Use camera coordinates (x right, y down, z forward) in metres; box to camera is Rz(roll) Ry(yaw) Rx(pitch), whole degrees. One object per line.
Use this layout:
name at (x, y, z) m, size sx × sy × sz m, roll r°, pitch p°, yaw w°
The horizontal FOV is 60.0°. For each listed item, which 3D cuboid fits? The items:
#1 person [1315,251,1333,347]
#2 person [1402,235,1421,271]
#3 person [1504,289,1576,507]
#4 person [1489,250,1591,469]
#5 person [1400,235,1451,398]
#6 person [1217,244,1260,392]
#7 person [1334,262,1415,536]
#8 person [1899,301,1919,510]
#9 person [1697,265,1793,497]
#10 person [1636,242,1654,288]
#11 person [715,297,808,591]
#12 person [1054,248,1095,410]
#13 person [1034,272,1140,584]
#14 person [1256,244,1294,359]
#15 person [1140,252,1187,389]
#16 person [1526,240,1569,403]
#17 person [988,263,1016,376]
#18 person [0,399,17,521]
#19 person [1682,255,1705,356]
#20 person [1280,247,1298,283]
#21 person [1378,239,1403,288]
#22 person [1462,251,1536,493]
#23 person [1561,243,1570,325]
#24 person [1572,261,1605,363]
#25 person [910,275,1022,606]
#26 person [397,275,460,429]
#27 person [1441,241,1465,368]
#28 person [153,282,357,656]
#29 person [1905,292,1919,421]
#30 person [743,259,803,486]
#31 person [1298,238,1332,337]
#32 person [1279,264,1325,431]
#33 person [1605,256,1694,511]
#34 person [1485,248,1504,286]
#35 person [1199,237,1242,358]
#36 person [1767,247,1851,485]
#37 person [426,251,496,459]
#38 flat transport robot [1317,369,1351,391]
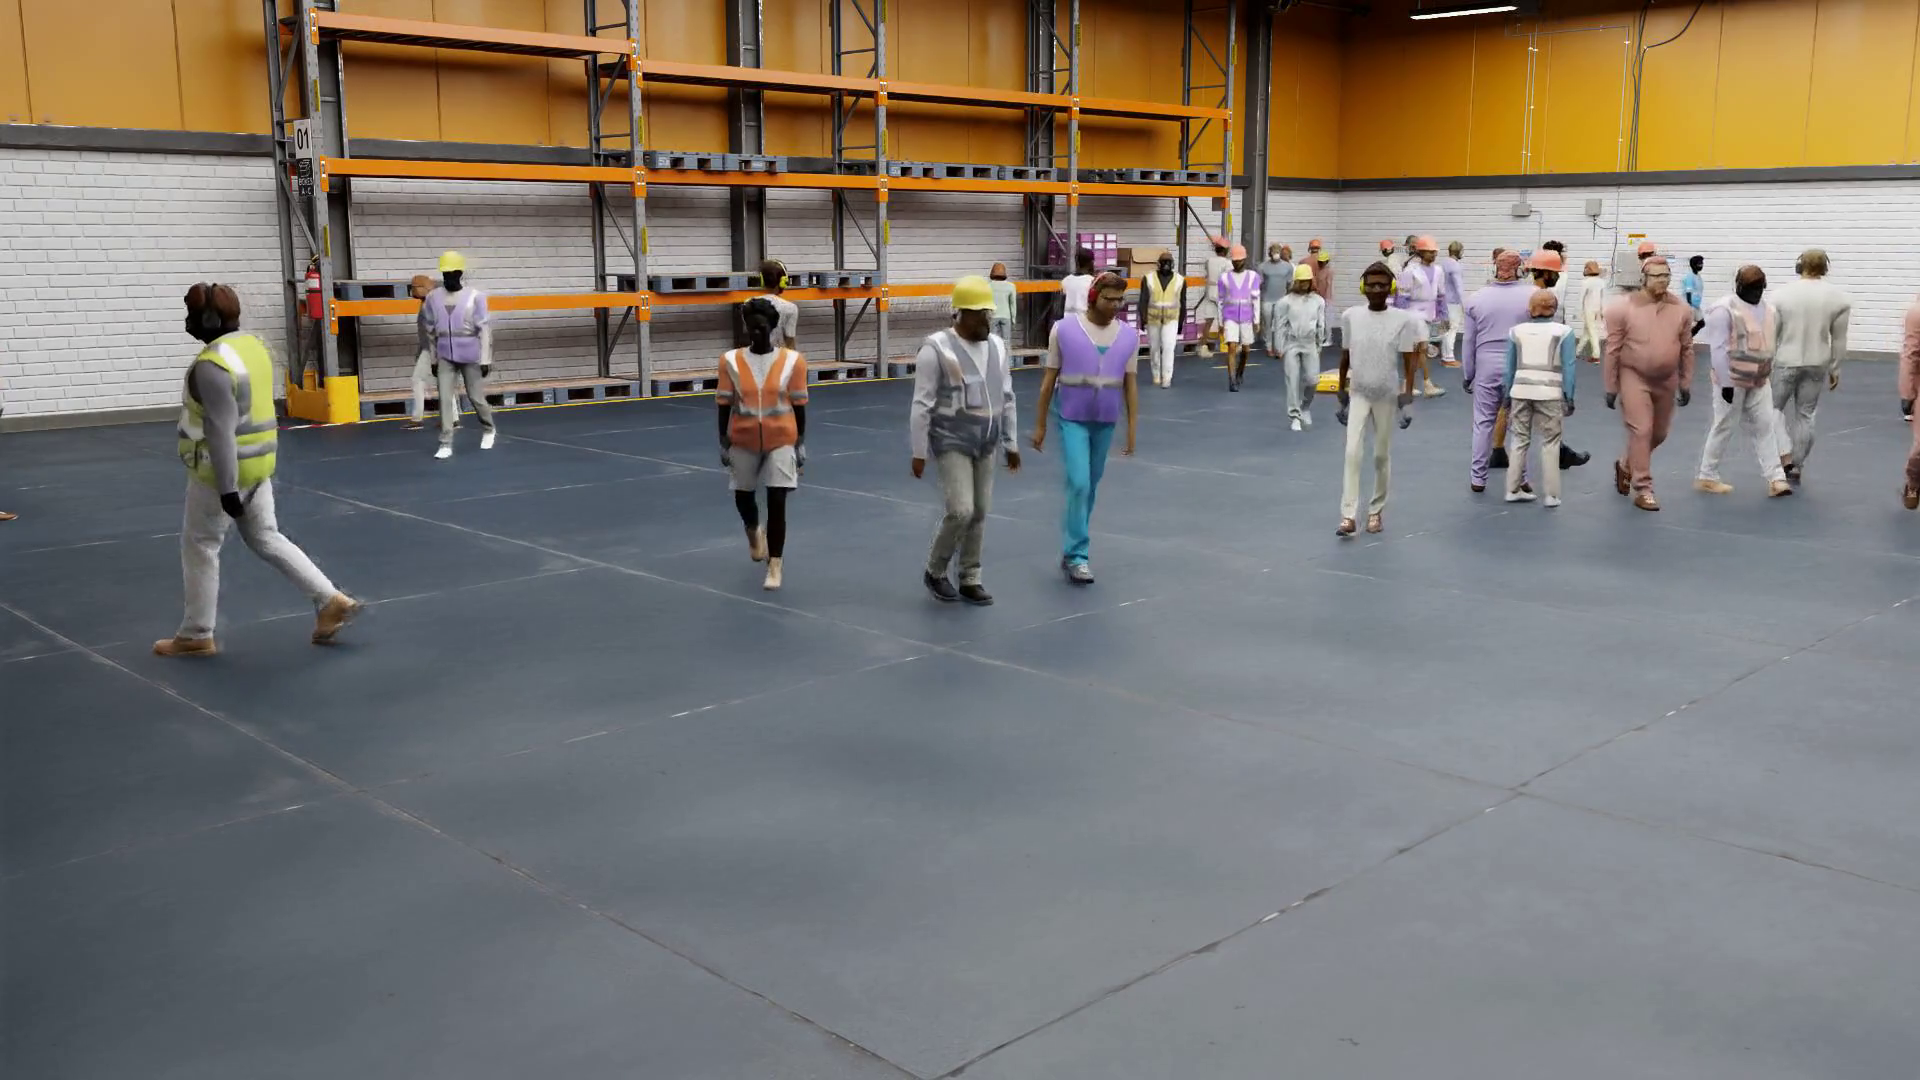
person at (6.612, -4.379, 30.260) m, size 0.431 × 1.733 × 0.549 m, roll -4°, pitch 11°, yaw -23°
person at (8.323, -4.611, 30.686) m, size 0.537 × 2.000 × 0.685 m, roll 2°, pitch 11°, yaw 11°
person at (4.324, -1.057, 12.437) m, size 0.543 × 1.625 × 0.332 m, roll 8°, pitch 13°, yaw 38°
person at (5.056, -1.543, 14.385) m, size 0.950 × 1.889 × 0.551 m, roll -1°, pitch 10°, yaw -7°
person at (5.842, -2.753, 20.634) m, size 0.631 × 2.007 × 0.939 m, roll -6°, pitch 12°, yaw -29°
person at (3.627, -2.908, 21.754) m, size 0.551 × 1.914 × 0.706 m, roll 1°, pitch 10°, yaw 3°
person at (2.750, -0.918, 11.098) m, size 0.535 × 1.833 × 0.883 m, roll 4°, pitch 11°, yaw 22°
person at (6.966, -1.051, 11.705) m, size 0.651 × 1.892 × 0.557 m, roll 3°, pitch 11°, yaw 18°
person at (6.111, -1.216, 12.858) m, size 0.690 × 1.793 × 0.781 m, roll -4°, pitch 11°, yaw -22°
person at (11.159, -3.885, 27.076) m, size 0.439 × 1.922 × 0.543 m, roll 6°, pitch 12°, yaw 29°
person at (-1.143, -0.577, 9.699) m, size 0.537 × 1.678 × 0.653 m, roll 0°, pitch 10°, yaw 0°
person at (1.463, -2.421, 19.209) m, size 1.023 × 1.864 × 0.615 m, roll -8°, pitch 13°, yaw -37°
person at (0.785, -0.649, 9.724) m, size 0.628 × 1.798 × 0.810 m, roll -4°, pitch 11°, yaw -21°
person at (5.169, -3.936, 27.452) m, size 0.653 × 1.885 × 1.039 m, roll 1°, pitch 10°, yaw 6°
person at (2.716, -2.950, 22.304) m, size 0.618 × 1.808 × 0.944 m, roll 1°, pitch 10°, yaw 7°
person at (6.960, -2.564, 19.727) m, size 0.613 × 1.963 × 0.362 m, roll -5°, pitch 11°, yaw -25°
person at (0.555, -3.145, 23.807) m, size 0.507 × 1.630 × 0.268 m, roll -1°, pitch 10°, yaw -8°
person at (-6.996, -1.054, 11.801) m, size 0.507 × 1.859 × 0.349 m, roll 8°, pitch 13°, yaw 37°
person at (12.314, -3.932, 27.938) m, size 0.373 × 1.681 × 0.554 m, roll 9°, pitch 14°, yaw 41°
person at (5.597, -4.159, 28.835) m, size 0.583 × 1.834 × 1.022 m, roll 4°, pitch 11°, yaw 19°
person at (7.859, -4.524, 30.466) m, size 0.693 × 1.943 × 0.634 m, roll 5°, pitch 12°, yaw 27°
person at (4.273, -1.309, 13.066) m, size 0.638 × 1.902 × 0.407 m, roll 5°, pitch 12°, yaw 27°
person at (10.233, -4.172, 28.742) m, size 0.647 × 1.885 × 0.704 m, roll -8°, pitch 13°, yaw -36°
person at (9.987, -3.643, 26.589) m, size 0.523 × 1.592 × 0.801 m, roll -6°, pitch 12°, yaw -30°
person at (0.040, -0.523, 9.019) m, size 0.632 × 1.811 × 0.439 m, roll -9°, pitch 14°, yaw -41°
person at (-5.601, -1.944, 17.345) m, size 0.727 × 1.606 × 0.503 m, roll -1°, pitch 10°, yaw -7°
person at (7.568, -3.607, 25.508) m, size 0.411 × 1.935 × 0.629 m, roll 0°, pitch 10°, yaw 1°
person at (-3.451, -0.337, 8.024) m, size 0.868 × 1.811 × 0.623 m, roll 0°, pitch 10°, yaw 1°
person at (10.475, -2.135, 17.935) m, size 0.309 × 1.769 × 0.524 m, roll 0°, pitch 10°, yaw 1°
person at (-1.554, -1.365, 13.560) m, size 0.513 × 1.835 × 0.942 m, roll 2°, pitch 11°, yaw 13°
person at (6.508, -4.556, 30.571) m, size 0.637 × 1.973 × 0.648 m, roll 3°, pitch 11°, yaw 17°
person at (3.547, -1.998, 17.292) m, size 0.488 × 1.728 × 0.382 m, roll 0°, pitch 10°, yaw 0°
person at (5.161, -1.196, 12.524) m, size 0.651 × 1.879 × 0.851 m, roll -1°, pitch 10°, yaw -5°
person at (9.324, -4.178, 29.024) m, size 0.580 × 1.786 × 0.823 m, roll -2°, pitch 11°, yaw -9°
person at (4.329, -4.026, 27.666) m, size 0.617 × 1.978 × 1.077 m, roll 9°, pitch 14°, yaw 40°
person at (6.816, -1.399, 13.477) m, size 0.658 × 1.928 × 0.425 m, roll 2°, pitch 11°, yaw 11°
person at (-4.617, -1.734, 15.435) m, size 0.598 × 1.893 × 0.932 m, roll 1°, pitch 10°, yaw 7°
flat transport robot at (5.110, -2.109, 21.872) m, size 0.652 × 0.197 × 1.431 m, roll 6°, pitch 12°, yaw 28°
